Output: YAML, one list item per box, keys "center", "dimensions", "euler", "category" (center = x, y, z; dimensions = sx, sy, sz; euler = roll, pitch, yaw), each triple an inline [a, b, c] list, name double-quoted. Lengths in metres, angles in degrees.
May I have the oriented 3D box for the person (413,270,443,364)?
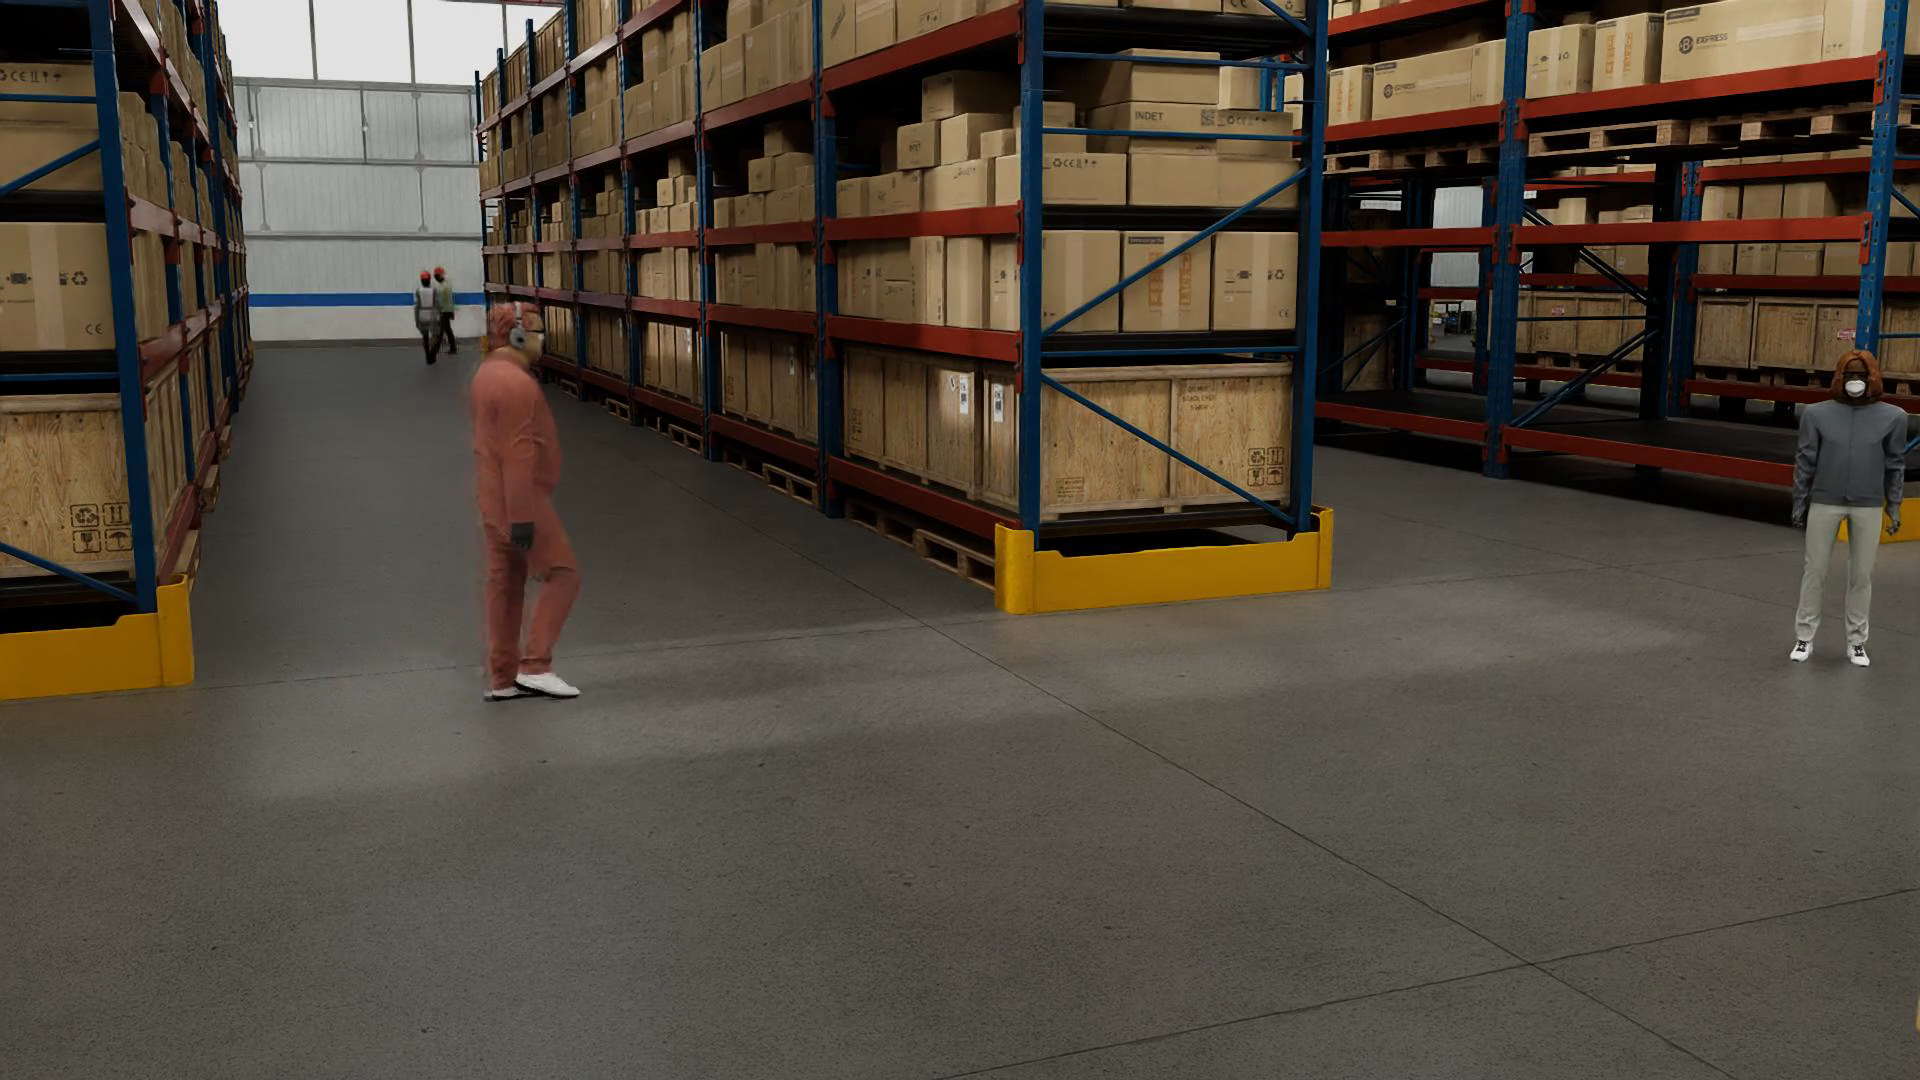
- center: [-10.786, -4.505, 33.706]
  dimensions: [0.558, 1.926, 0.630]
  euler: [-2, 10, -14]
  category: "person"

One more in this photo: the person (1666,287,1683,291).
- center: [14.554, -4.568, 33.871]
  dimensions: [0.392, 1.995, 0.612]
  euler: [-8, 13, -41]
  category: "person"

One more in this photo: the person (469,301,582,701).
- center: [-2.007, -0.170, 7.830]
  dimensions: [0.537, 1.888, 0.679]
  euler: [-5, 11, -28]
  category: "person"

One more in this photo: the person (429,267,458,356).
- center: [-11.641, -5.086, 37.069]
  dimensions: [0.908, 1.957, 0.664]
  euler: [-7, 12, -38]
  category: "person"

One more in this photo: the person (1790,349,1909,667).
- center: [4.562, -0.163, 8.563]
  dimensions: [0.508, 1.632, 0.264]
  euler: [4, 10, 25]
  category: "person"
